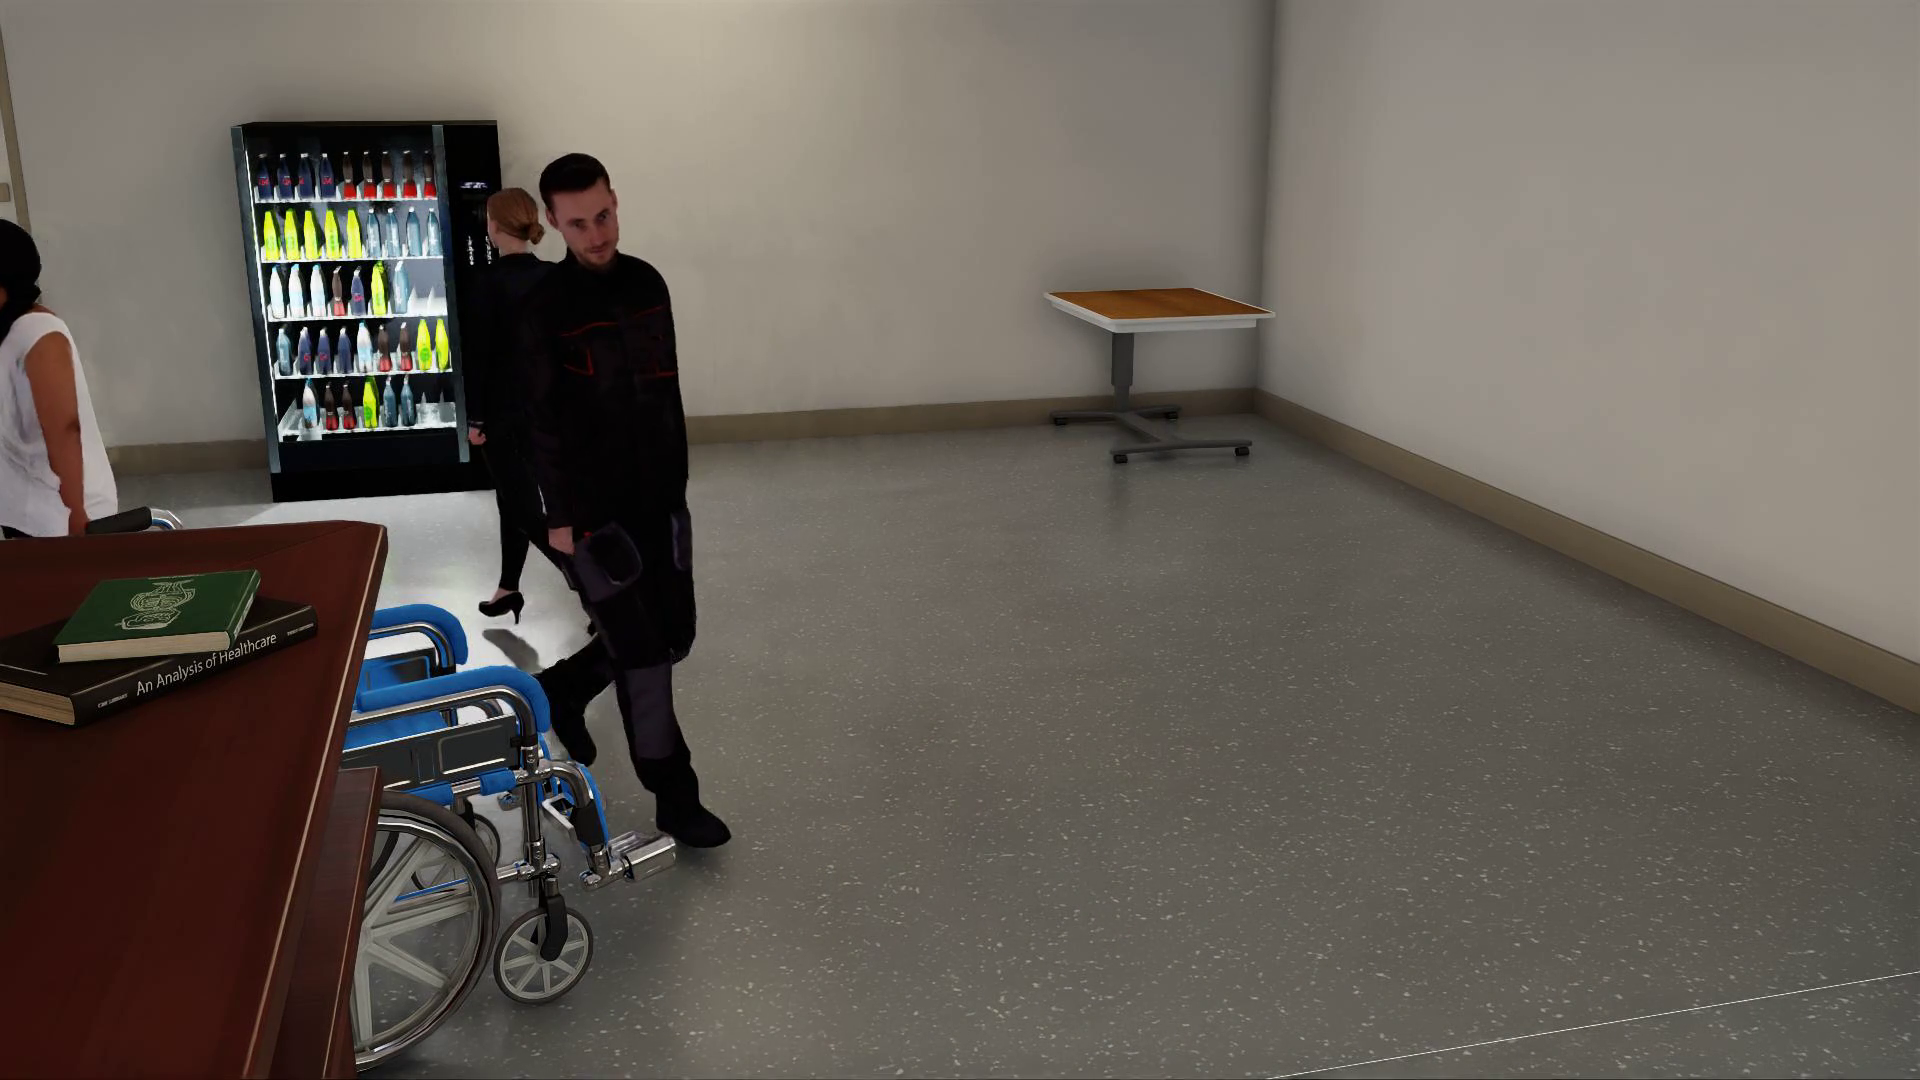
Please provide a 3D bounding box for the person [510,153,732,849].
[{"bbox_3d":[-0.970,-0.073,4.479,1.166,1.870,1.125,9,18,29],"label":"person"}]

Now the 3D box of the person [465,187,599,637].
[{"bbox_3d":[-1.550,-0.415,6.080,1.085,1.658,1.043,10,18,31],"label":"person"}]
